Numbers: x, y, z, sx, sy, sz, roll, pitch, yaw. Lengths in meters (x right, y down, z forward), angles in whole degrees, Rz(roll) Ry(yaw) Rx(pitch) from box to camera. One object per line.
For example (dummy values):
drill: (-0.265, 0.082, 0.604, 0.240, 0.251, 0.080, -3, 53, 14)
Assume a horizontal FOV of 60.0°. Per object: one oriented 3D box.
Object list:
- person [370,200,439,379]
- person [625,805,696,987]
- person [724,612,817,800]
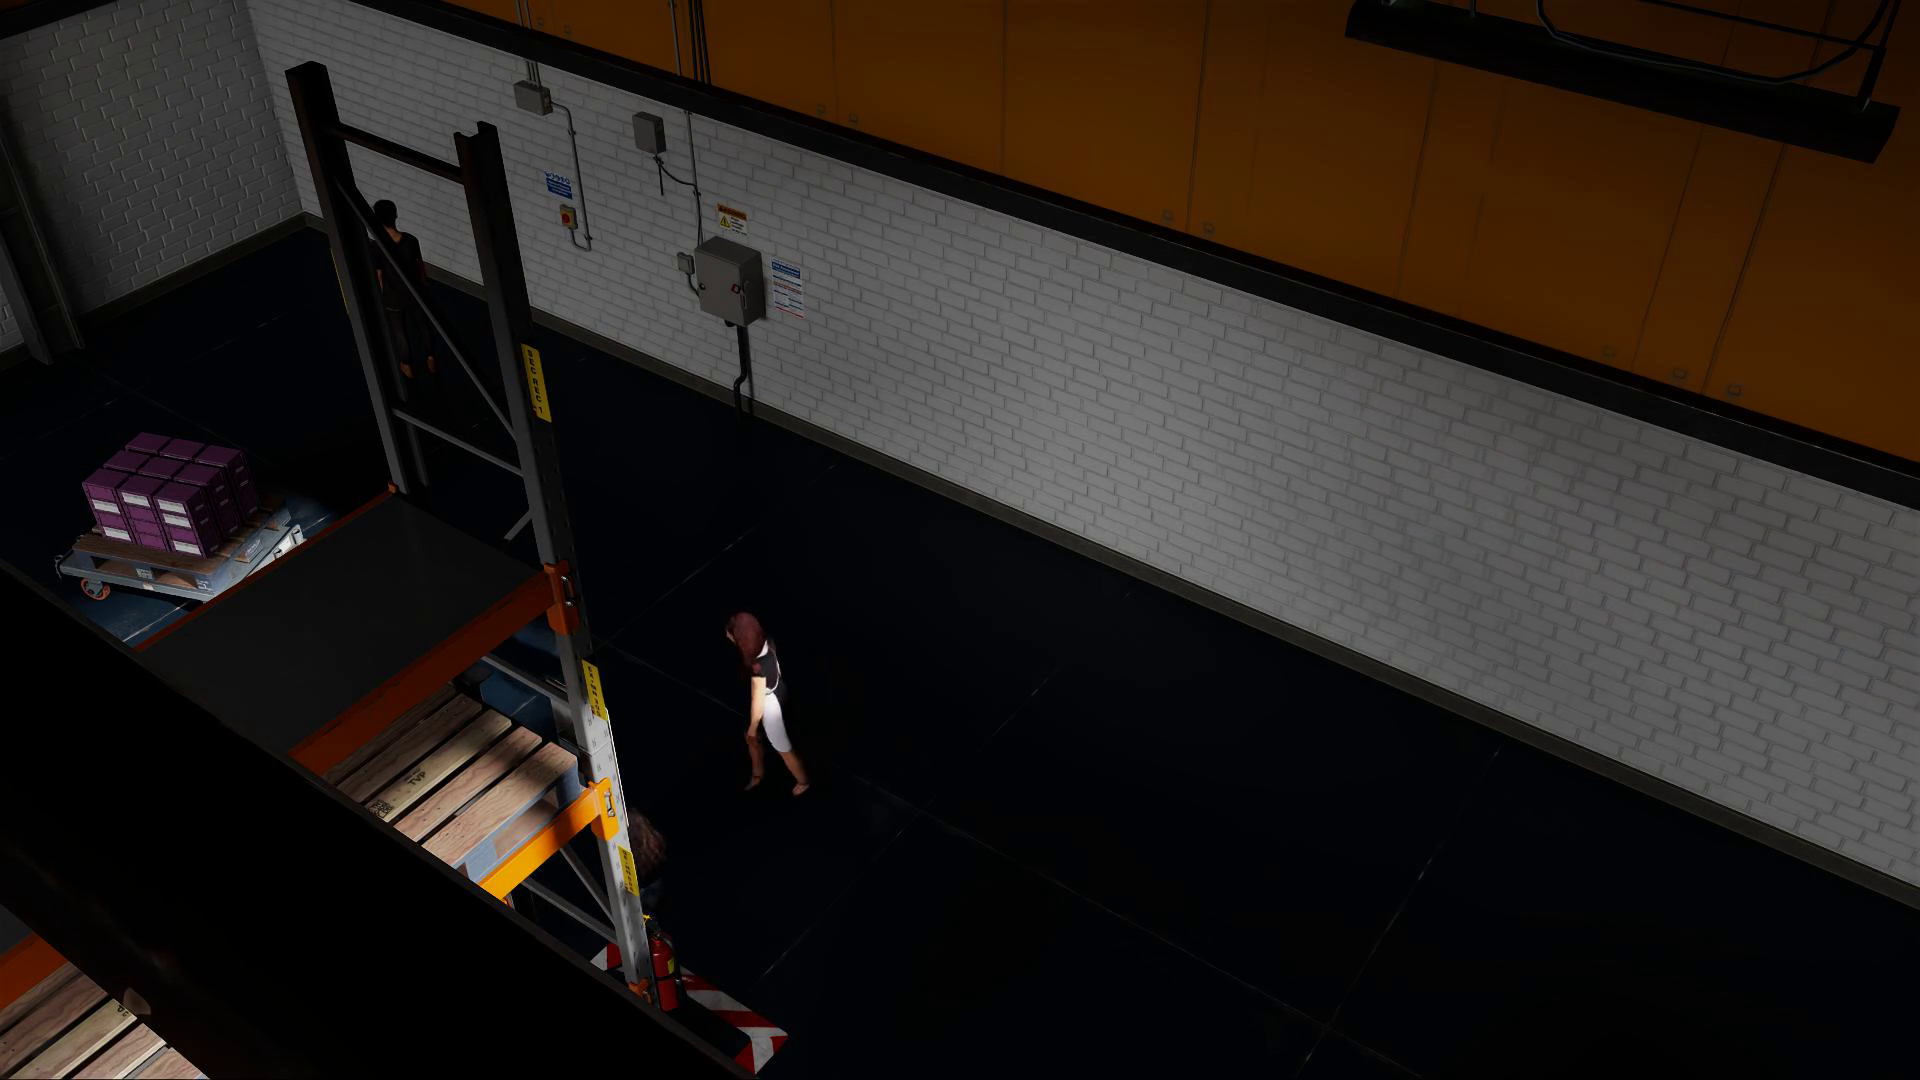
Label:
person: (-5.035, -2.256, 15.005, 0.624, 1.713, 0.750, -20, 43, -23)
person: (-1.788, 2.119, 9.611, 0.701, 1.608, 0.664, 19, 42, 22)
person: (-1.133, 1.110, 10.750, 0.929, 1.763, 0.873, -1, 39, -1)
